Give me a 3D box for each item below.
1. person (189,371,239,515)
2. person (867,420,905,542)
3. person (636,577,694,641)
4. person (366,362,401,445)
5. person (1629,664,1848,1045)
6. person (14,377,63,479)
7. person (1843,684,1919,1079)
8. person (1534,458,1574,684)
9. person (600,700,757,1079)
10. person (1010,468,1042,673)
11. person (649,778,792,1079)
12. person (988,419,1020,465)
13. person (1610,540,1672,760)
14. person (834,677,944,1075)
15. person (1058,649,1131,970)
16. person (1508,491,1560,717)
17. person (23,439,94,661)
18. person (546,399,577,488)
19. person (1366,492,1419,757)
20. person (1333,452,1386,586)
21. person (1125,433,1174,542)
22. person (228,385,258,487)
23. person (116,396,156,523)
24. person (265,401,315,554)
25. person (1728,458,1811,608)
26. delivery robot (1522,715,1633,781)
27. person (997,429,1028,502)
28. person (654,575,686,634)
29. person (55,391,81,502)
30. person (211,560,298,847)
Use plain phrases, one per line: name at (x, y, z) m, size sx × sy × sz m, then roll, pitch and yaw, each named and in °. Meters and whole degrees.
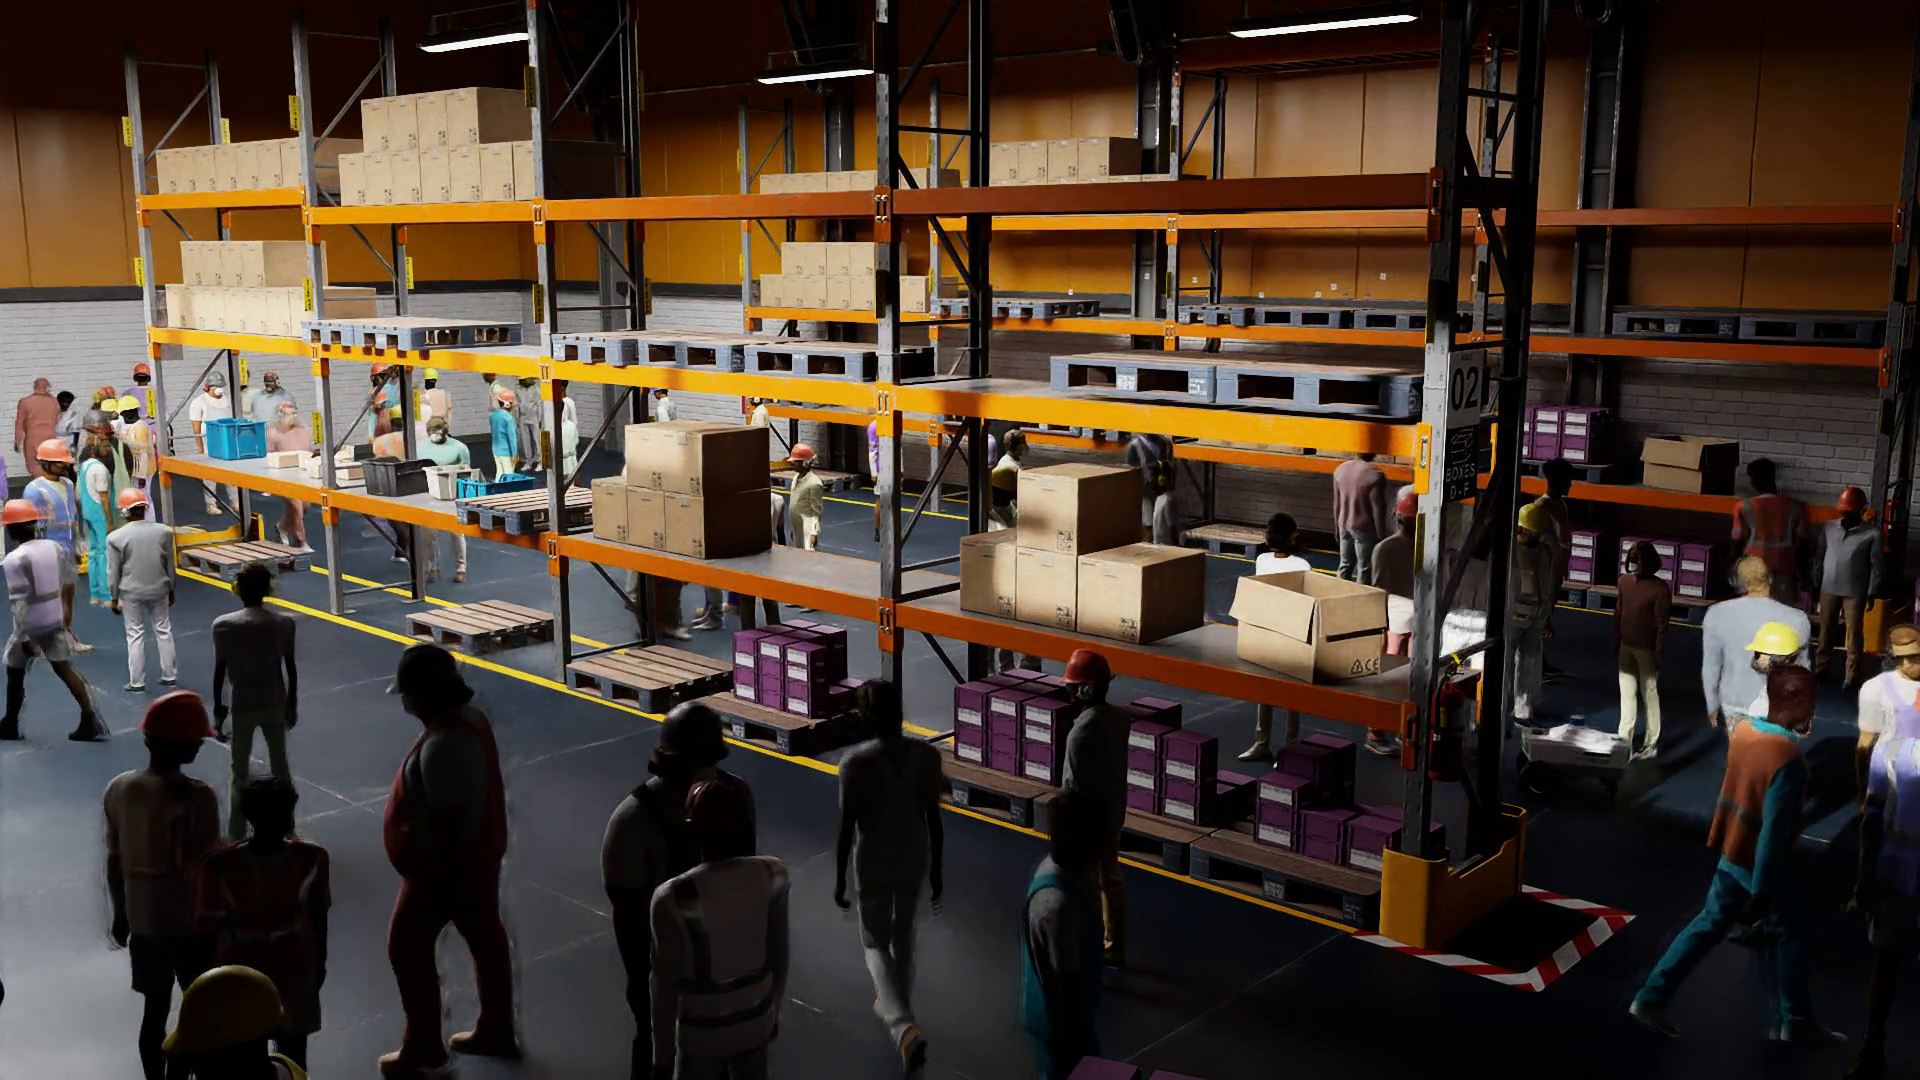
person at (-10.460, -1.384, 23.514) m, size 0.535 × 2.000 × 0.681 m, roll 8°, pitch 13°, yaw 39°
person at (-0.916, -0.912, 21.191) m, size 0.386 × 1.924 × 0.549 m, roll 9°, pitch 13°, yaw 41°
person at (-2.865, 0.047, 15.851) m, size 0.808 × 1.883 × 0.603 m, roll 10°, pitch 14°, yaw 43°
person at (-8.672, -1.659, 25.073) m, size 0.381 × 2.042 × 0.604 m, roll 7°, pitch 12°, yaw 34°
person at (3.691, 1.483, 7.822) m, size 1.011 × 1.871 × 0.604 m, roll 0°, pitch 10°, yaw -2°
person at (-13.386, -1.432, 24.295) m, size 0.690 × 1.861 × 0.706 m, roll 8°, pitch 13°, yaw 38°
person at (4.275, 1.520, 7.378) m, size 0.545 × 1.942 × 0.351 m, roll 8°, pitch 13°, yaw 39°
person at (5.117, 0.255, 14.461) m, size 0.361 × 1.963 × 0.612 m, roll 7°, pitch 12°, yaw 34°
person at (-1.038, 1.606, 6.608) m, size 0.537 × 2.000 × 0.684 m, roll 9°, pitch 14°, yaw 43°
person at (0.561, 0.302, 14.450) m, size 0.359 × 1.880 × 0.575 m, roll 3°, pitch 10°, yaw 15°
person at (-0.863, 1.788, 6.073) m, size 0.586 × 1.879 × 0.360 m, roll -8°, pitch 13°, yaw -37°
person at (0.472, -0.945, 21.211) m, size 0.607 × 1.987 × 0.414 m, roll 6°, pitch 11°, yaw 29°
person at (5.027, 0.807, 12.309) m, size 0.277 × 1.627 × 0.502 m, roll -4°, pitch 11°, yaw -21°
person at (-0.305, 1.534, 7.703) m, size 0.528 × 1.812 × 0.808 m, roll -4°, pitch 11°, yaw -23°
person at (0.665, 1.413, 8.545) m, size 0.348 × 1.743 × 0.568 m, roll 6°, pitch 12°, yaw 30°
person at (4.483, 0.514, 13.393) m, size 0.432 × 1.836 × 0.618 m, roll -8°, pitch 13°, yaw -38°
person at (-8.237, 0.090, 15.223) m, size 0.404 × 2.035 × 0.602 m, roll 1°, pitch 10°, yaw 8°
person at (-4.955, -0.825, 20.702) m, size 0.374 × 1.917 × 0.596 m, roll 2°, pitch 10°, yaw 14°
person at (3.308, 0.619, 12.356) m, size 0.620 × 1.985 × 0.408 m, roll -6°, pitch 12°, yaw -29°
person at (3.965, -0.099, 16.555) m, size 0.363 × 1.938 × 0.630 m, roll -7°, pitch 12°, yaw -35°
person at (2.095, -0.523, 18.723) m, size 0.618 × 2.022 × 0.867 m, roll -6°, pitch 12°, yaw -31°
person at (-11.185, -1.775, 26.190) m, size 0.594 × 1.886 × 0.859 m, roll 5°, pitch 11°, yaw 27°
person at (-10.344, -0.863, 20.940) m, size 0.398 × 1.911 × 0.597 m, roll -7°, pitch 12°, yaw -34°
person at (-8.299, -0.789, 20.608) m, size 0.770 × 1.882 × 0.647 m, roll 5°, pitch 11°, yaw 27°
person at (7.146, 0.244, 14.648) m, size 0.713 × 1.936 × 0.372 m, roll 2°, pitch 10°, yaw 14°
delivery robot at (4.241, 1.448, 11.441) m, size 0.707 × 0.478 × 0.477 m, roll 3°, pitch 11°, yaw 17°
person at (0.527, -0.166, 16.916) m, size 0.370 × 1.940 × 0.627 m, roll 0°, pitch 10°, yaw 1°
person at (-2.956, -0.028, 16.233) m, size 0.391 × 1.910 × 0.604 m, roll -7°, pitch 12°, yaw -36°
person at (-13.274, -1.373, 24.535) m, size 0.591 × 1.660 × 0.345 m, roll -2°, pitch 10°, yaw -13°
person at (-4.368, 1.050, 10.277) m, size 0.547 × 1.860 × 0.389 m, roll -7°, pitch 12°, yaw -33°
